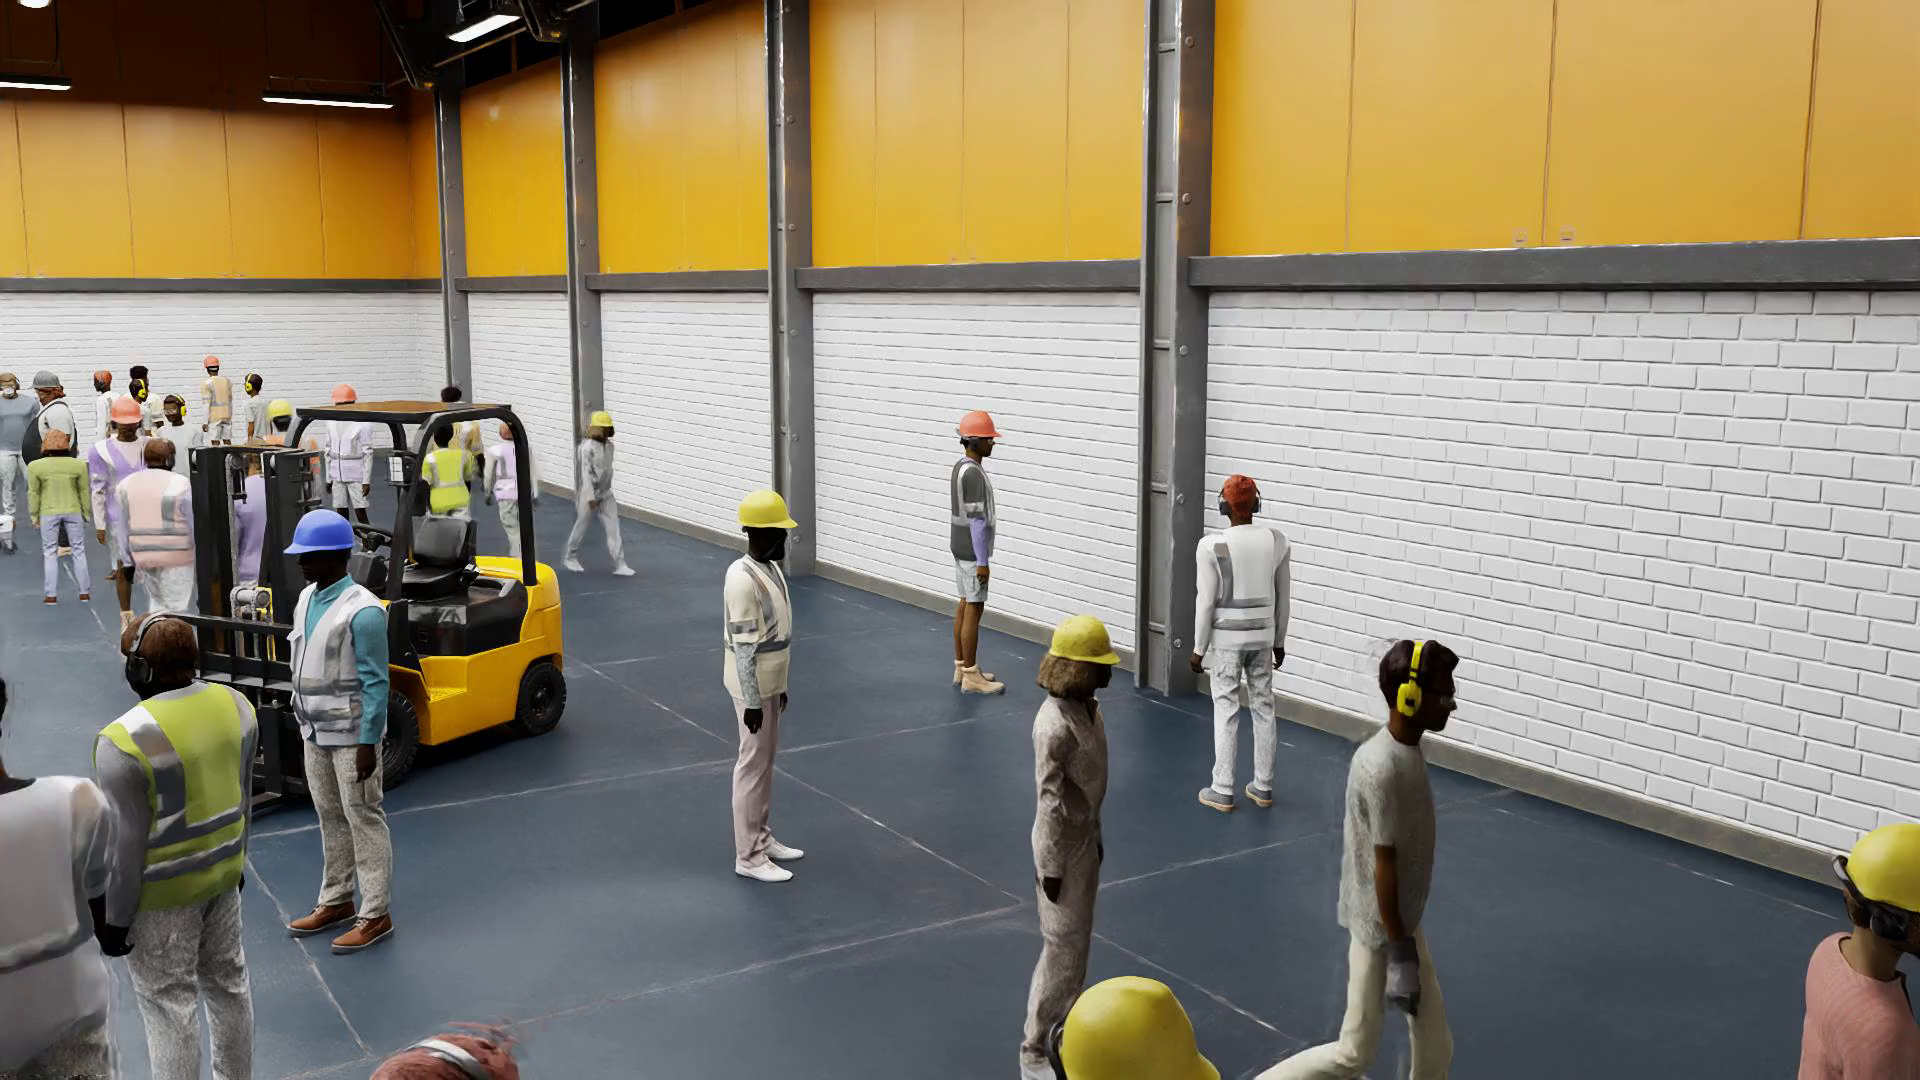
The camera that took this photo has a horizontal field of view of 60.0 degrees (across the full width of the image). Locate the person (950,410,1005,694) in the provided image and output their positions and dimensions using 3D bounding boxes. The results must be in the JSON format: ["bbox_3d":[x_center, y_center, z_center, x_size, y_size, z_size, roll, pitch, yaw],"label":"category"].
[{"bbox_3d":[0.119,0.086,12.017,0.370,2.044,0.608,-2,9,-10],"label":"person"}]

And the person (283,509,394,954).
[{"bbox_3d":[-2.737,0.829,7.329,0.601,1.948,0.386,7,11,38],"label":"person"}]

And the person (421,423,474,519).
[{"bbox_3d":[-4.951,-0.335,16.137,0.529,1.657,0.870,-5,10,-31],"label":"person"}]

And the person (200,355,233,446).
[{"bbox_3d":[-11.394,-1.858,25.492,0.376,1.933,0.542,4,9,26],"label":"person"}]

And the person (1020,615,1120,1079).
[{"bbox_3d":[0.421,1.123,6.081,0.322,1.732,0.492,3,9,19],"label":"person"}]

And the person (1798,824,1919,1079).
[{"bbox_3d":[1.993,1.468,3.677,0.341,1.754,0.533,3,9,16],"label":"person"}]

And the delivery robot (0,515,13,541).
[{"bbox_3d":[-10.733,-0.127,18.127,0.477,0.478,0.707,4,9,26],"label":"delivery robot"}]

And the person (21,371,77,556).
[{"bbox_3d":[-10.010,-0.844,18.295,0.537,2.000,0.689,-5,10,-30],"label":"person"}]

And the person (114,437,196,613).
[{"bbox_3d":[-5.851,0.151,12.298,0.641,1.824,0.487,2,9,11],"label":"person"}]

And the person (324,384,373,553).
[{"bbox_3d":[-6.394,-0.659,17.380,0.545,1.941,0.350,2,9,14],"label":"person"}]

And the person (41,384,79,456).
[{"bbox_3d":[-11.975,-1.236,22.089,0.541,1.695,0.316,-1,8,-4],"label":"person"}]

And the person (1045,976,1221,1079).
[{"bbox_3d":[0.271,1.586,2.837,0.314,1.768,0.526,2,9,15],"label":"person"}]

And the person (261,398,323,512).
[{"bbox_3d":[-6.300,-0.374,15.617,0.596,1.904,0.677,-3,9,-20],"label":"person"}]

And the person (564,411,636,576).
[{"bbox_3d":[-3.751,-0.487,17.059,0.909,1.693,0.493,5,10,32],"label":"person"}]

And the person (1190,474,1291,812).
[{"bbox_3d":[1.562,0.573,9.272,0.573,1.884,0.354,-3,9,-16],"label":"person"}]

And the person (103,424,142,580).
[{"bbox_3d":[-8.390,-0.406,16.704,0.499,1.634,0.285,0,8,1],"label":"person"}]

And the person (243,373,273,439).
[{"bbox_3d":[-8.934,-1.188,21.183,0.317,1.870,0.523,2,9,13],"label":"person"}]

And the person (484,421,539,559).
[{"bbox_3d":[-4.586,-0.424,16.892,0.506,1.605,0.741,-7,11,-40],"label":"person"}]

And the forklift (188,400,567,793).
[{"bbox_3d":[-3.529,0.258,10.348,1.214,2.155,2.313,4,9,25],"label":"forklift"}]

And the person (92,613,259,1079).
[{"bbox_3d":[-2.611,1.149,5.528,0.429,1.844,0.627,2,9,16],"label":"person"}]

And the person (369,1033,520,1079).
[{"bbox_3d":[-0.638,1.604,2.427,0.643,1.856,0.991,-1,8,-4],"label":"person"}]

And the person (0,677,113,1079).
[{"bbox_3d":[-2.595,1.262,4.489,0.952,1.917,0.625,7,11,37],"label":"person"}]

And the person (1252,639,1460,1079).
[{"bbox_3d":[1.267,1.204,5.197,0.841,1.835,0.529,5,10,31],"label":"person"}]

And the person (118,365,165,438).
[{"bbox_3d":[-10.495,-1.267,21.394,0.607,1.967,0.367,0,8,3],"label":"person"}]

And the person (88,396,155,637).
[{"bbox_3d":[-6.911,-0.190,13.930,0.613,2.033,0.411,-6,11,-37],"label":"person"}]

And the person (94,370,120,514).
[{"bbox_3d":[-11.138,-1.285,21.815,0.350,1.879,0.577,0,8,-2],"label":"person"}]

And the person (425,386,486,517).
[{"bbox_3d":[-5.320,-0.662,17.518,0.612,1.906,1.068,1,8,4],"label":"person"}]

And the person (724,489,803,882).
[{"bbox_3d":[-0.971,0.707,8.222,0.370,1.927,0.588,1,8,5],"label":"person"}]

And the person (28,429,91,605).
[{"bbox_3d":[-8.367,-0.218,15.480,0.500,1.623,0.306,-6,10,-34],"label":"person"}]

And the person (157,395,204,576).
[{"bbox_3d":[-7.933,-0.557,16.980,0.510,1.861,0.324,1,8,4],"label":"person"}]

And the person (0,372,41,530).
[{"bbox_3d":[-11.513,-1.078,20.261,0.635,1.929,0.381,-5,10,-32],"label":"person"}]
